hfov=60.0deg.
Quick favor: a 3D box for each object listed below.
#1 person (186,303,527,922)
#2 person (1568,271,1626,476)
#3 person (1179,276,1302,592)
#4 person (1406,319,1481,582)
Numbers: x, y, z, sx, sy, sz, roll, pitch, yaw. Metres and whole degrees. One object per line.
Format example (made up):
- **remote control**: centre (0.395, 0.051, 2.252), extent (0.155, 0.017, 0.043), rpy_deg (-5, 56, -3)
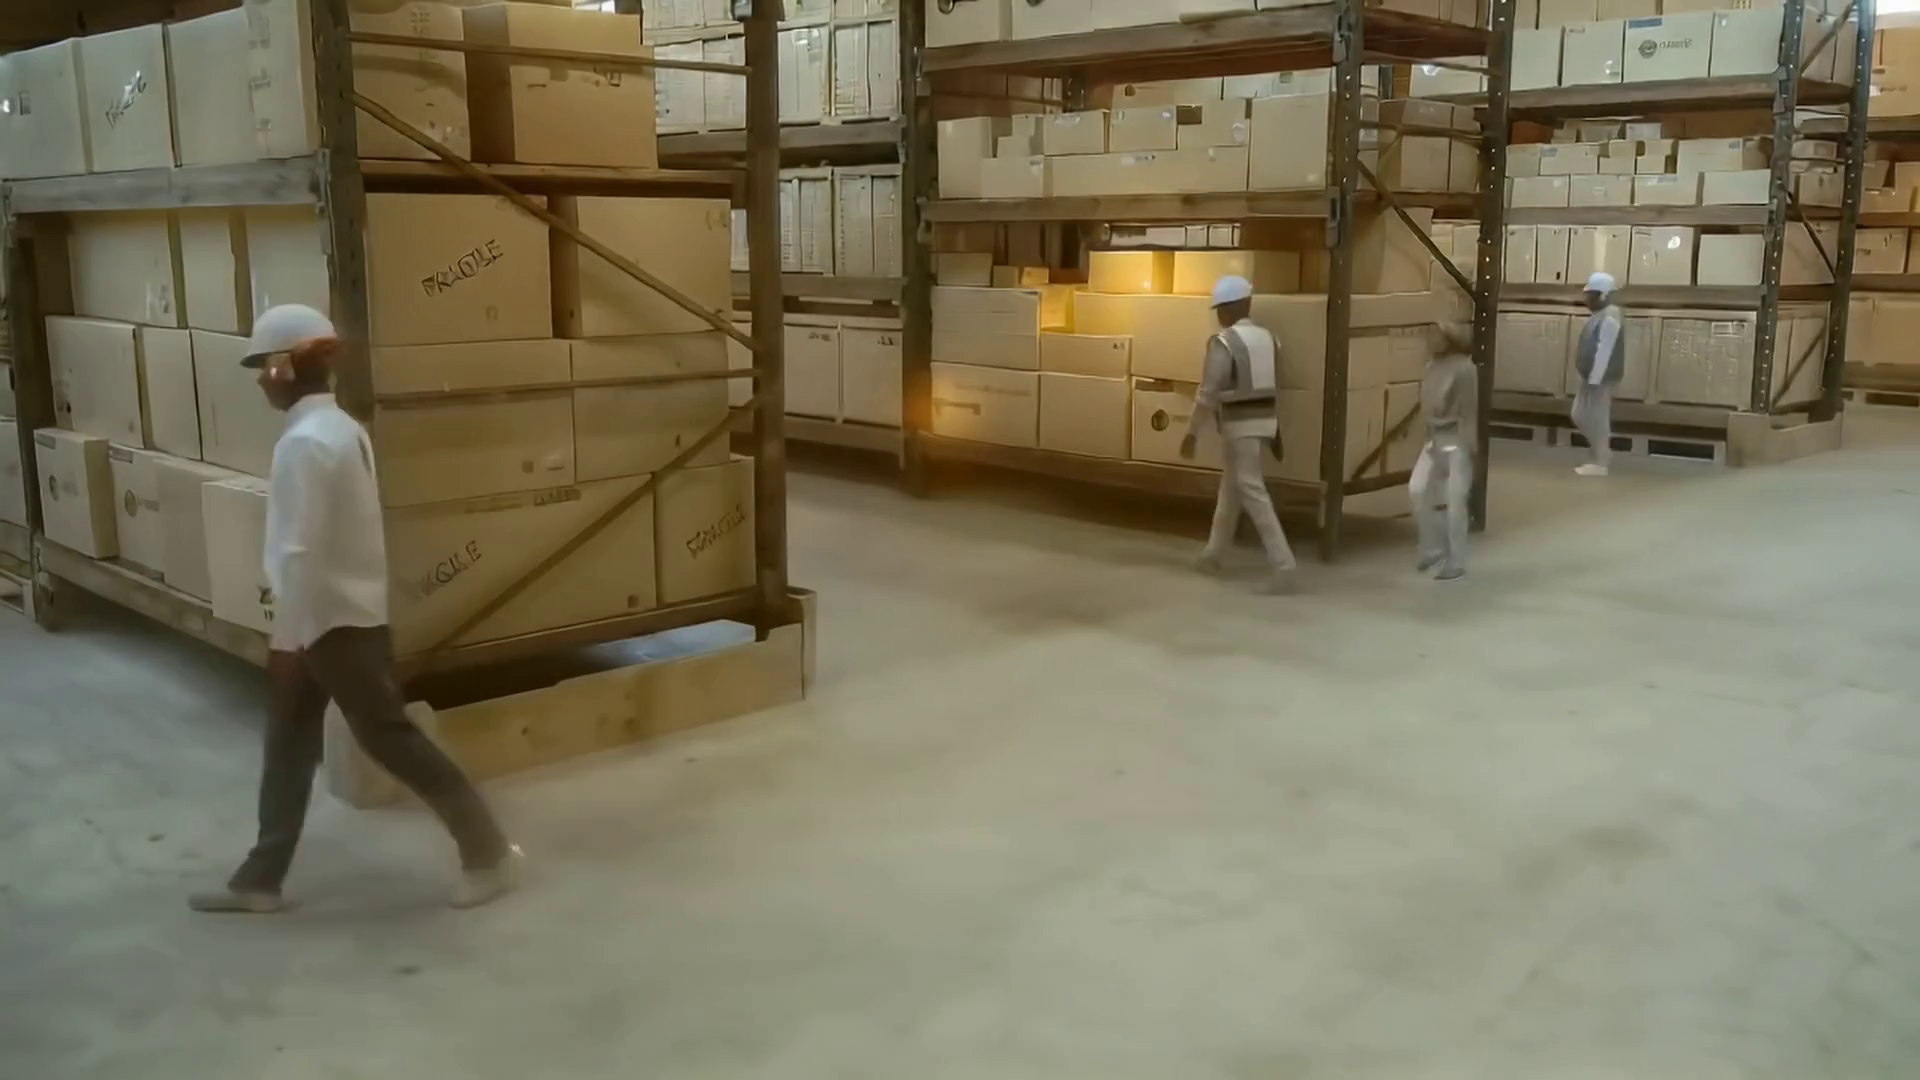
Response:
- **person**: centre (-1.880, 0.243, 5.136), extent (1.035, 1.934, 0.673), rpy_deg (-2, 11, -10)
- **person**: centre (5.637, -1.457, 14.717), extent (0.431, 1.817, 0.594), rpy_deg (2, 11, 10)
- **person**: centre (1.763, -0.654, 10.133), extent (0.939, 1.896, 0.628), rpy_deg (9, 14, 39)
- **person**: centre (2.992, -0.543, 10.224), extent (0.405, 1.621, 0.542), rpy_deg (-4, 11, -23)
